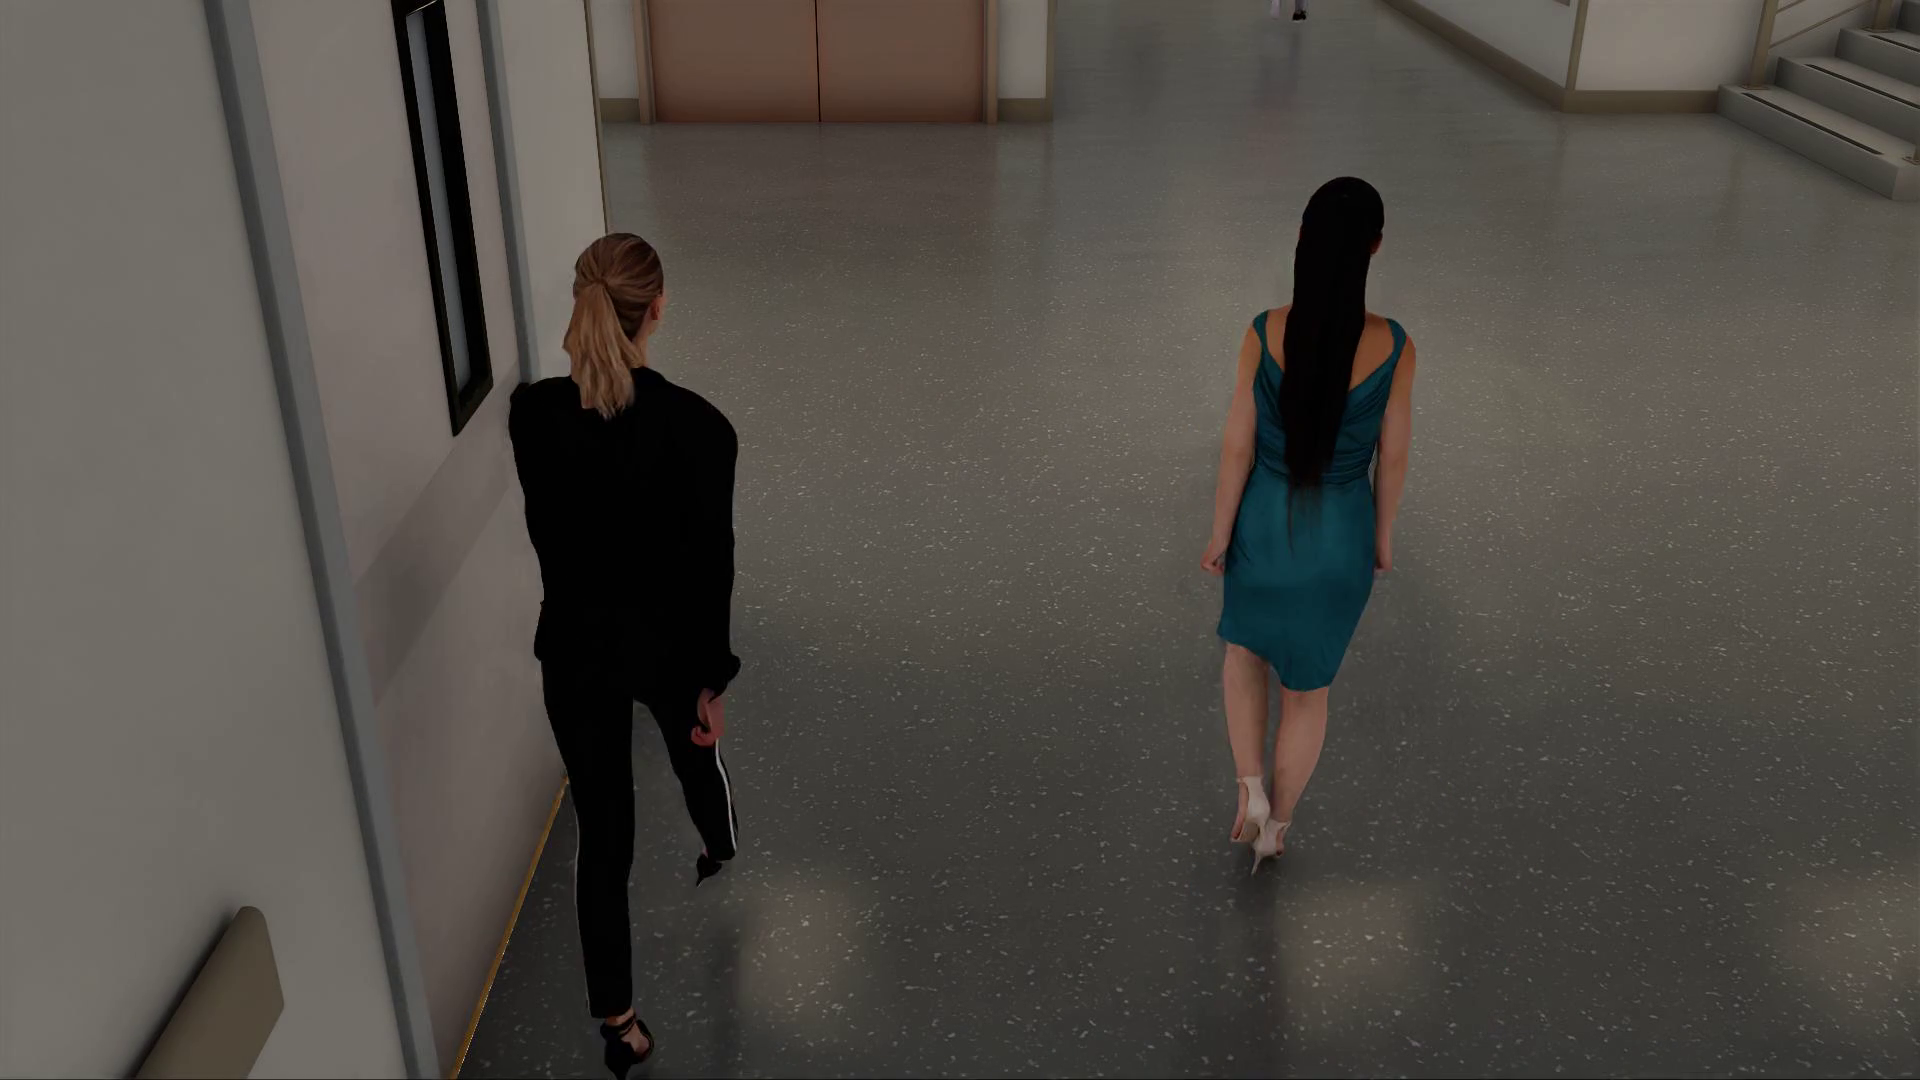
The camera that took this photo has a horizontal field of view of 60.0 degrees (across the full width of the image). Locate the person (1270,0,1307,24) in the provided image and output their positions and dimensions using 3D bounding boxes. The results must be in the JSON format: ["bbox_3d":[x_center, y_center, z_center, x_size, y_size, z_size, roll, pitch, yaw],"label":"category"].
[{"bbox_3d":[3.165,-5.722,15.610,0.899,1.715,0.839,12,28,24],"label":"person"}]

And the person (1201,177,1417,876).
[{"bbox_3d":[0.749,0.066,3.656,0.589,1.673,0.690,4,26,9],"label":"person"}]

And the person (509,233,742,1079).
[{"bbox_3d":[-0.655,0.310,3.173,1.025,1.652,0.708,2,26,3],"label":"person"}]
